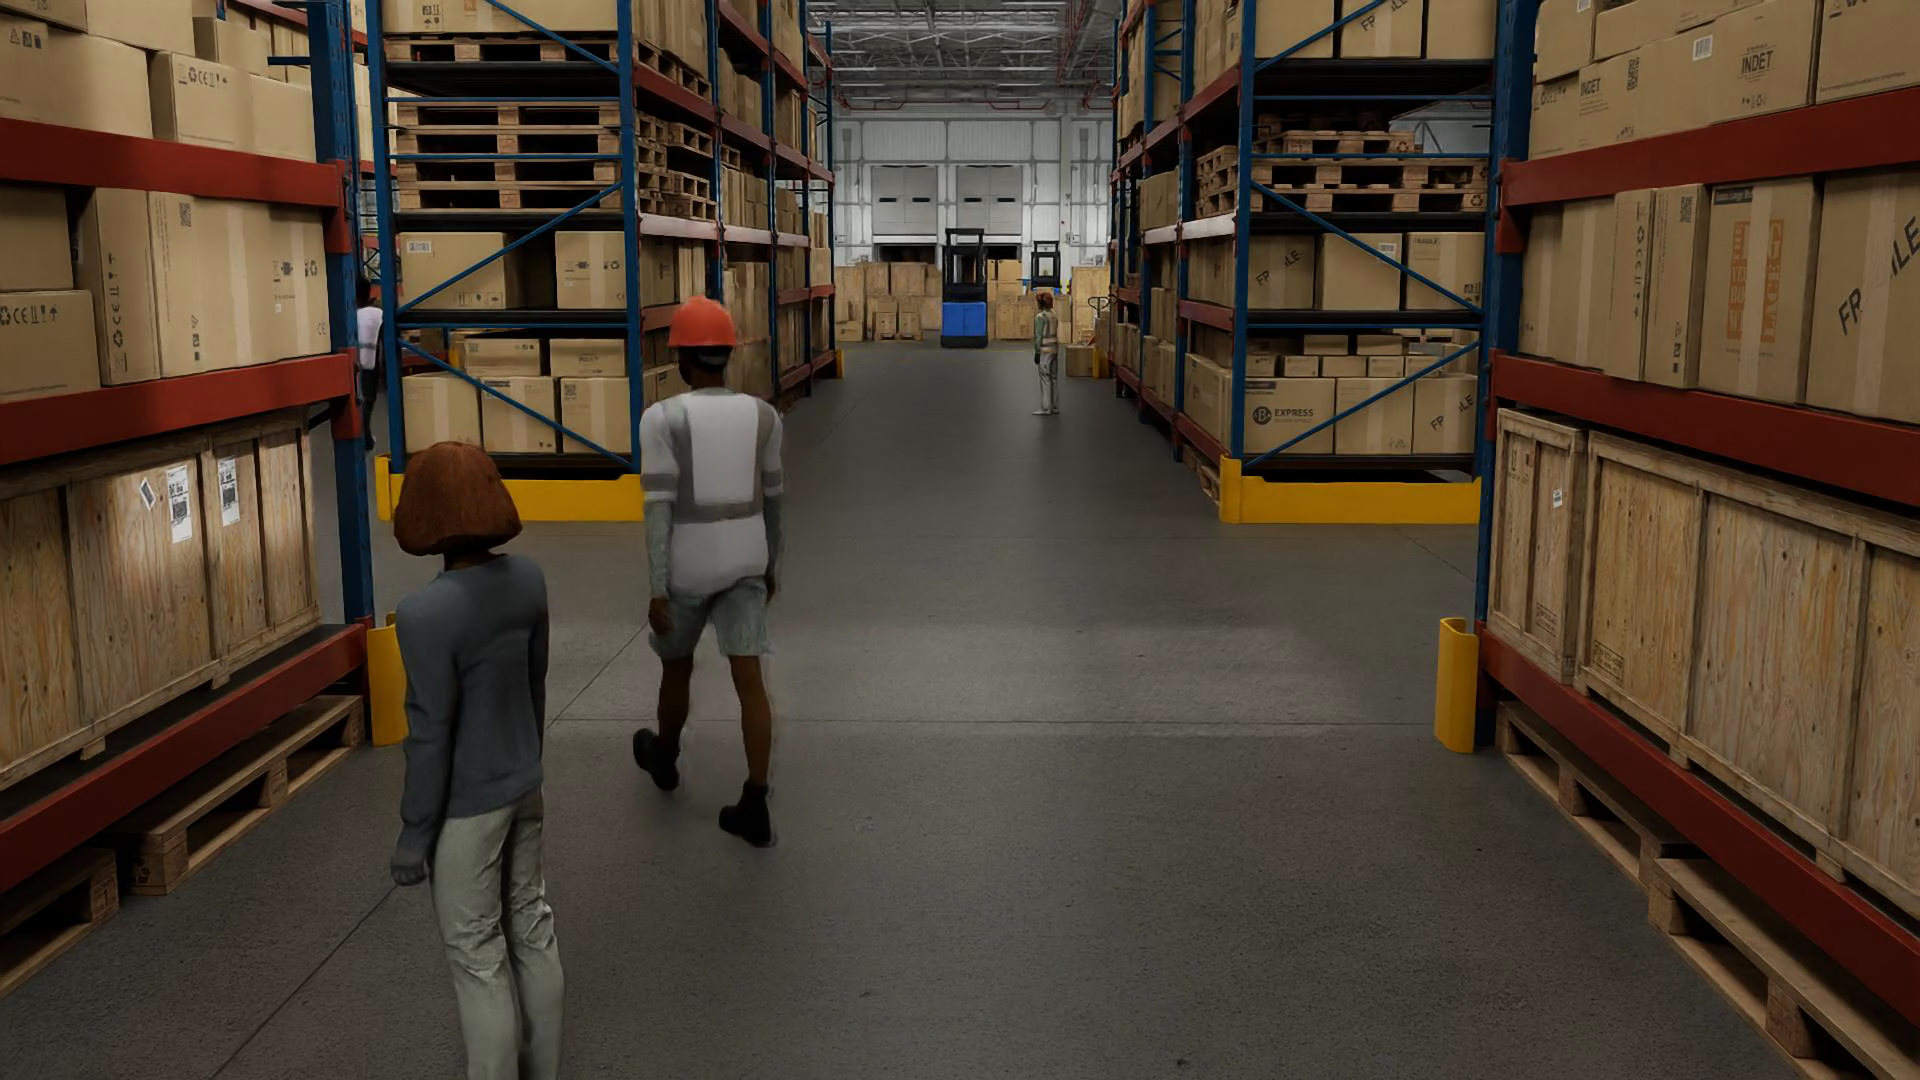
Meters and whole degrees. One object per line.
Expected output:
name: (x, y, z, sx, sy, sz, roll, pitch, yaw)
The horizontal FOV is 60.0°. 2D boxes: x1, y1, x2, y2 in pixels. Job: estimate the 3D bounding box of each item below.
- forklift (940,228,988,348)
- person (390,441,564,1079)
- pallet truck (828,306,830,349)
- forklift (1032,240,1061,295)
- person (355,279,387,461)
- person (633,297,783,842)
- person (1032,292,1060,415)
forklift: (0.108, -5.985, 39.411, 1.129, 2.768, 1.873, 0, 9, 1)
person: (-1.091, 0.593, 3.734, 0.280, 1.634, 0.499, 3, 10, 17)
pallet truck: (-3.100, -3.940, 29.800, 1.885, 1.965, 0.823, 3, 10, 19)
forklift: (3.172, -9.648, 61.356, 1.129, 2.768, 1.873, 0, 9, 1)
person: (-6.137, -1.748, 17.093, 0.582, 1.861, 1.048, 0, 9, -1)
person: (-0.924, 0.081, 6.023, 0.570, 1.887, 0.993, -6, 11, -31)
person: (1.148, -2.472, 22.115, 0.318, 1.630, 0.513, 5, 11, 30)
